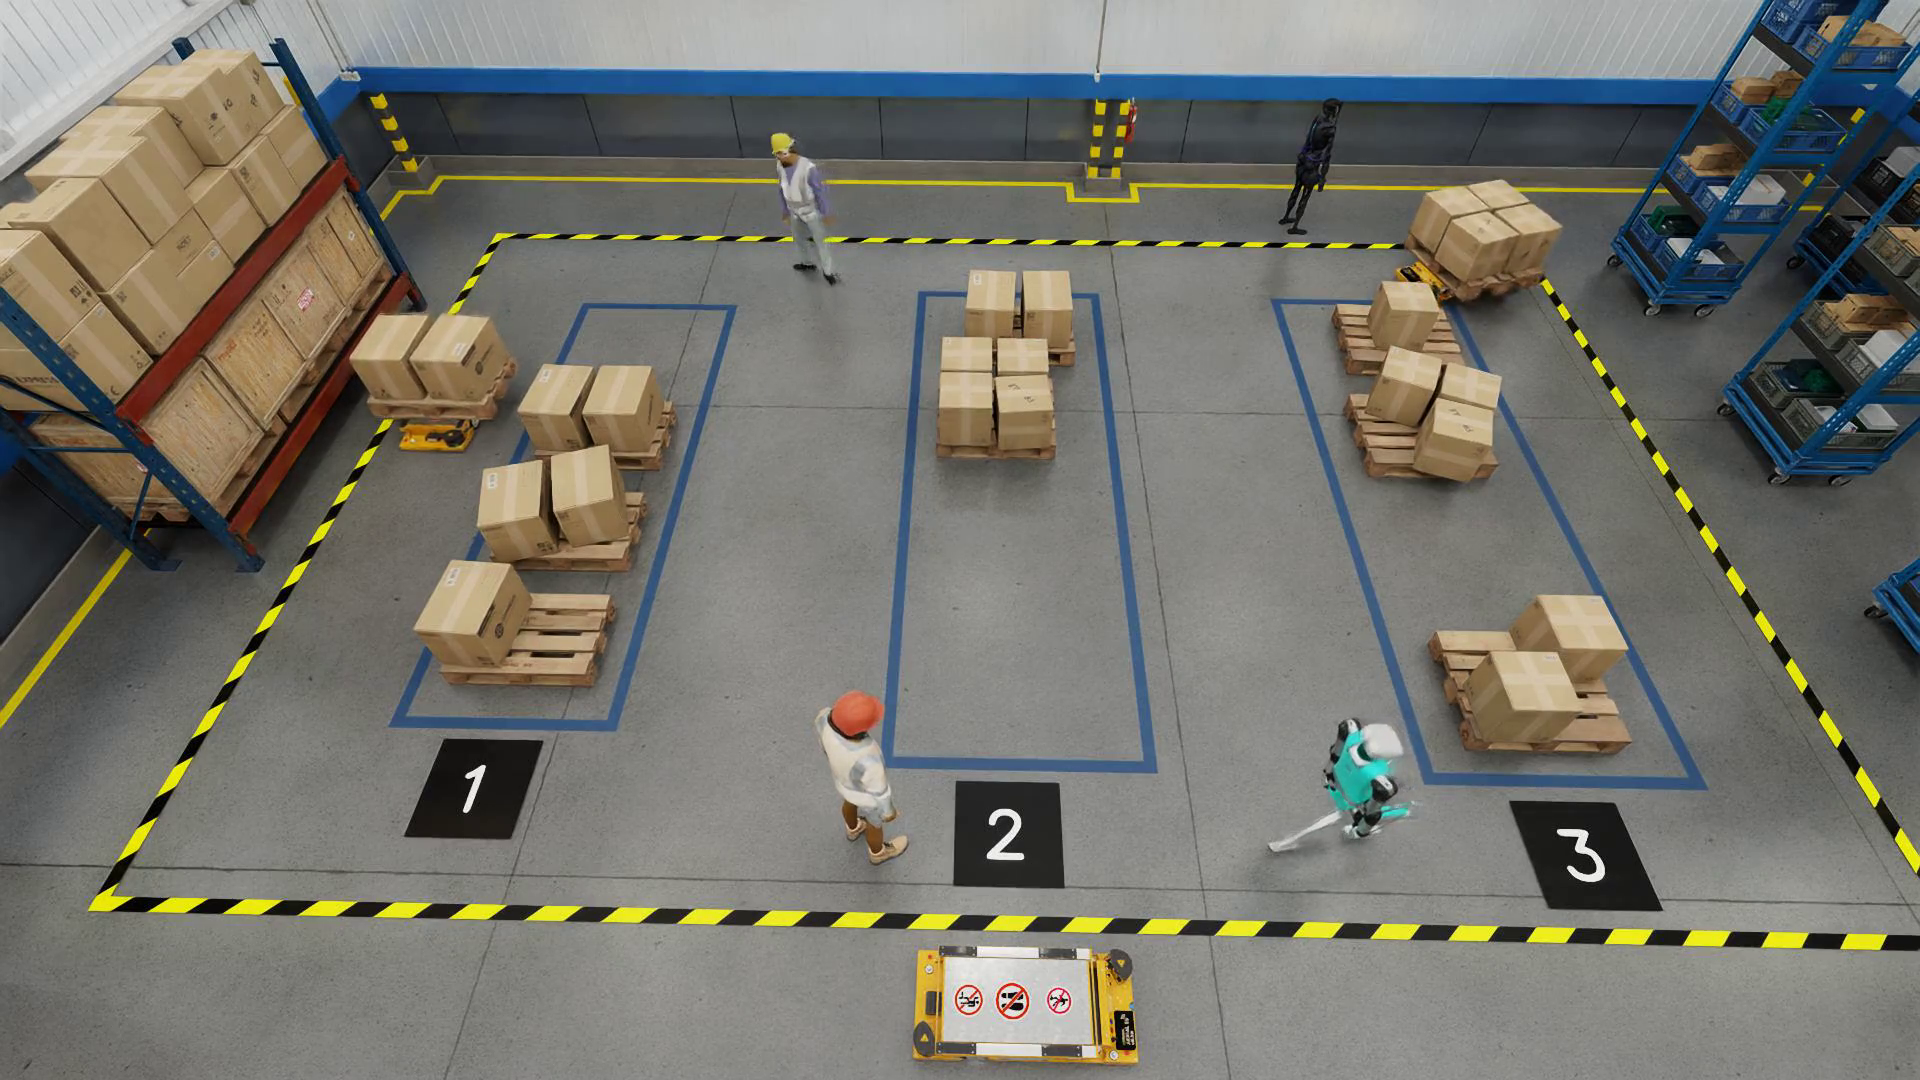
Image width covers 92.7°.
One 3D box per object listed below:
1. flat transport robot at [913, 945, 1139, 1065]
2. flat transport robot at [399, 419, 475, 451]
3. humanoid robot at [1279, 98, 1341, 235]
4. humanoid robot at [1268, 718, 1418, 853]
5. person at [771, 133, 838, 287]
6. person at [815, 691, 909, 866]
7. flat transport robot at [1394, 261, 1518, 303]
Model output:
[{"bbox_3d":[0.422,3.041,6.007,1.431,0.231,0.659,1,51,1],"label":"flat transport robot"},{"bbox_3d":[-5.350,-1.514,9.702,0.652,0.197,1.431,1,51,1],"label":"flat transport robot"},{"bbox_3d":[4.352,-4.634,11.344,0.315,1.657,0.599,-8,51,-6],"label":"humanoid robot"},{"bbox_3d":[2.777,1.700,6.184,1.048,1.752,0.542,-11,52,-9],"label":"humanoid robot"},{"bbox_3d":[-1.764,-3.789,10.604,0.715,1.783,0.408,27,56,21],"label":"person"},{"bbox_3d":[-0.629,1.575,6.060,0.379,2.039,0.614,-36,59,-25],"label":"person"},{"bbox_3d":[6.095,-3.237,11.106,1.431,0.197,0.652,-13,52,-10],"label":"flat transport robot"}]
